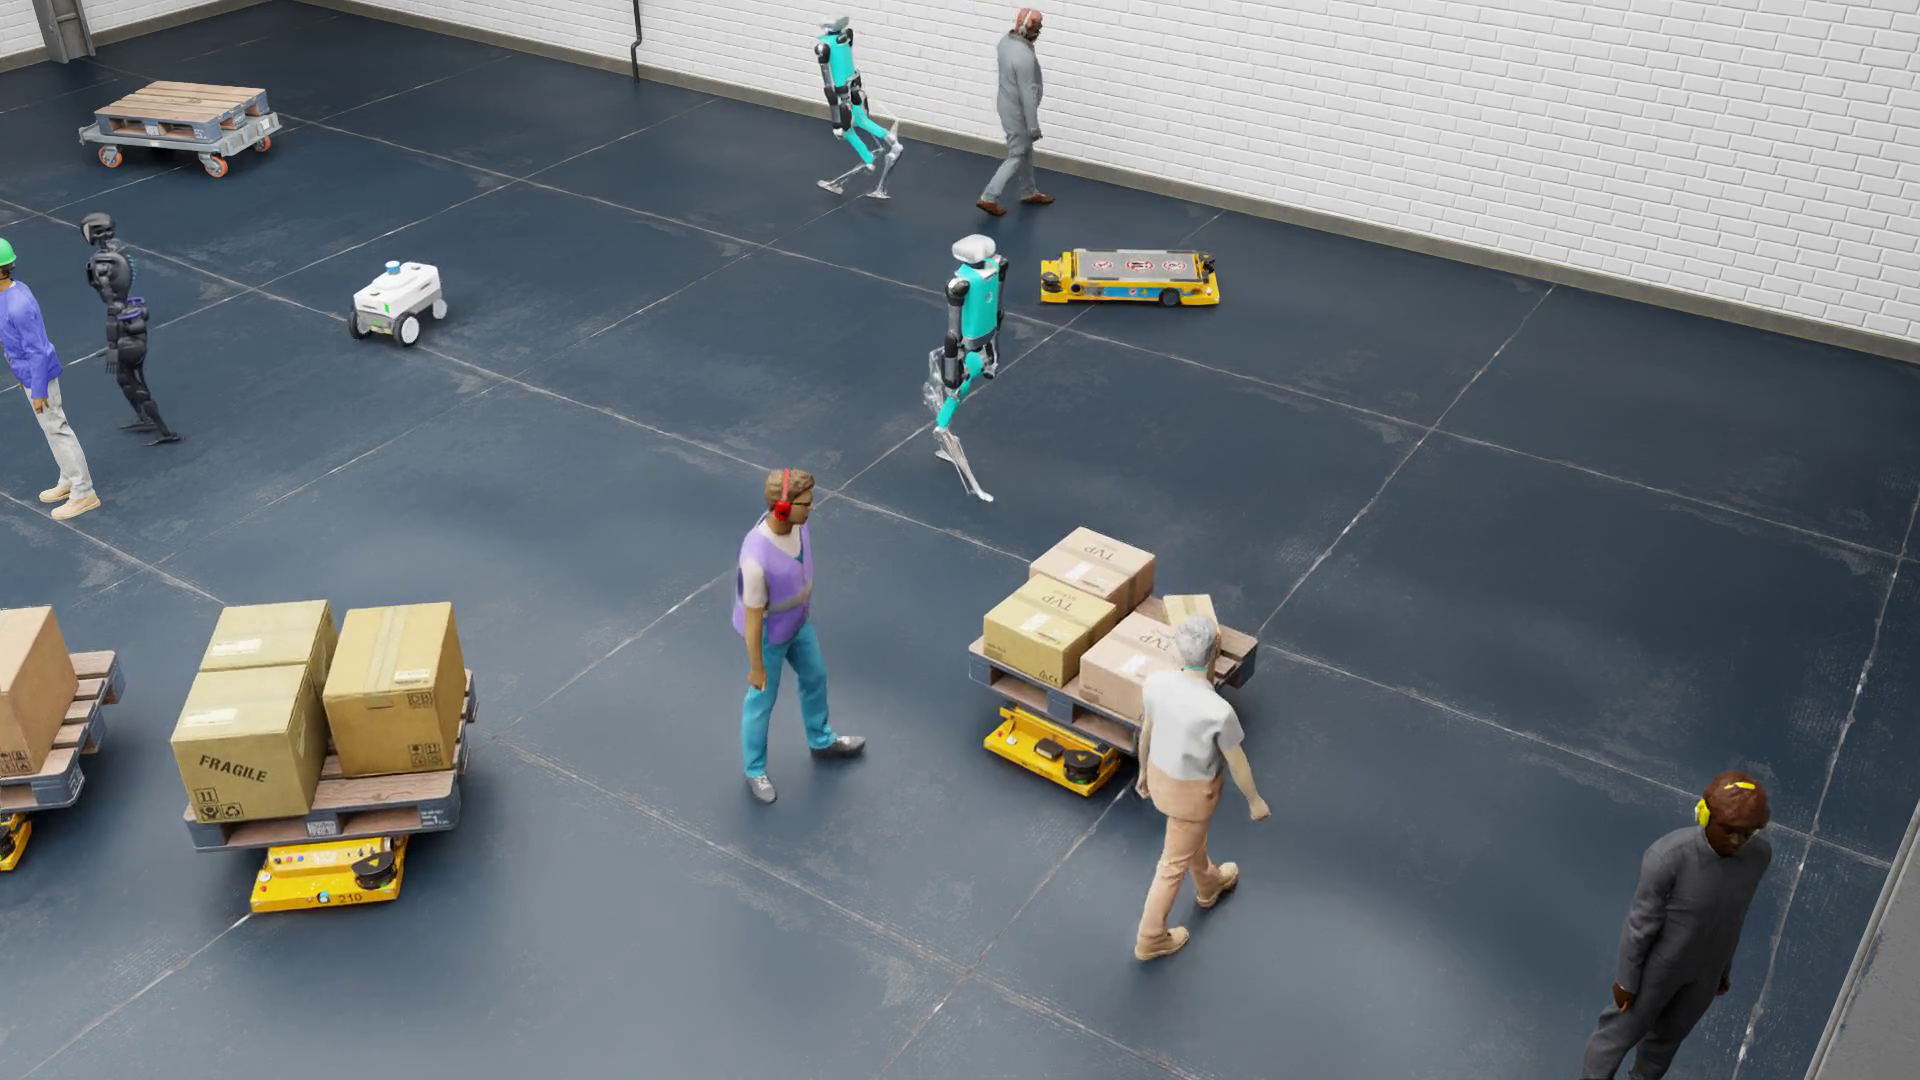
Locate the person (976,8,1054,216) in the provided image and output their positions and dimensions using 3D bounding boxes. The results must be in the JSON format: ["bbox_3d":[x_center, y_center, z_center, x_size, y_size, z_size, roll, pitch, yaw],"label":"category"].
[{"bbox_3d":[0.489,-3.766,14.650,0.765,1.858,0.711,-8,34,-12],"label":"person"}]

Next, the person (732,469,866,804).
[{"bbox_3d":[-0.828,0.455,8.122,0.554,1.822,0.632,12,35,18],"label":"person"}]

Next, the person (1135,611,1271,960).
[{"bbox_3d":[1.088,1.063,7.275,0.815,1.705,0.525,-20,38,-28],"label":"person"}]

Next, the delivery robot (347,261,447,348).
[{"bbox_3d":[-4.353,-1.854,12.877,0.499,0.595,0.781,11,34,17],"label":"delivery robot"}]

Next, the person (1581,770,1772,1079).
[{"bbox_3d":[2.700,1.604,6.277,0.497,1.872,0.340,-6,33,-10],"label":"person"}]

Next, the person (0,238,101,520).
[{"bbox_3d":[-5.776,-1.013,10.352,0.341,1.873,0.461,-23,39,-31],"label":"person"}]

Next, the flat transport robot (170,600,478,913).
[{"bbox_3d":[-3.053,1.261,8.294,0.659,0.231,1.431,-4,33,-7],"label":"flat transport robot"}]

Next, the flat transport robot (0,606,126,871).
[{"bbox_3d":[-4.952,1.166,8.442,0.659,0.231,1.431,-5,33,-8],"label":"flat transport robot"}]

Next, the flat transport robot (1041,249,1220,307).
[{"bbox_3d":[1.381,-2.145,13.593,1.431,0.231,0.659,1,33,2],"label":"flat transport robot"}]

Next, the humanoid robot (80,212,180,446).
[{"bbox_3d":[-5.615,-1.384,11.106,0.404,1.654,0.586,-9,34,-14],"label":"humanoid robot"}]

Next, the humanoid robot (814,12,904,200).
[{"bbox_3d":[-0.868,-3.764,14.738,0.972,1.719,0.567,14,35,21],"label":"humanoid robot"}]

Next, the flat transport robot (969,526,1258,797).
[{"bbox_3d":[0.813,0.826,8.971,0.659,0.231,1.431,22,39,31],"label":"flat transport robot"}]

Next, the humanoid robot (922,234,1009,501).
[{"bbox_3d":[-0.055,-1.146,10.702,0.837,1.801,0.545,23,39,31],"label":"humanoid robot"}]
